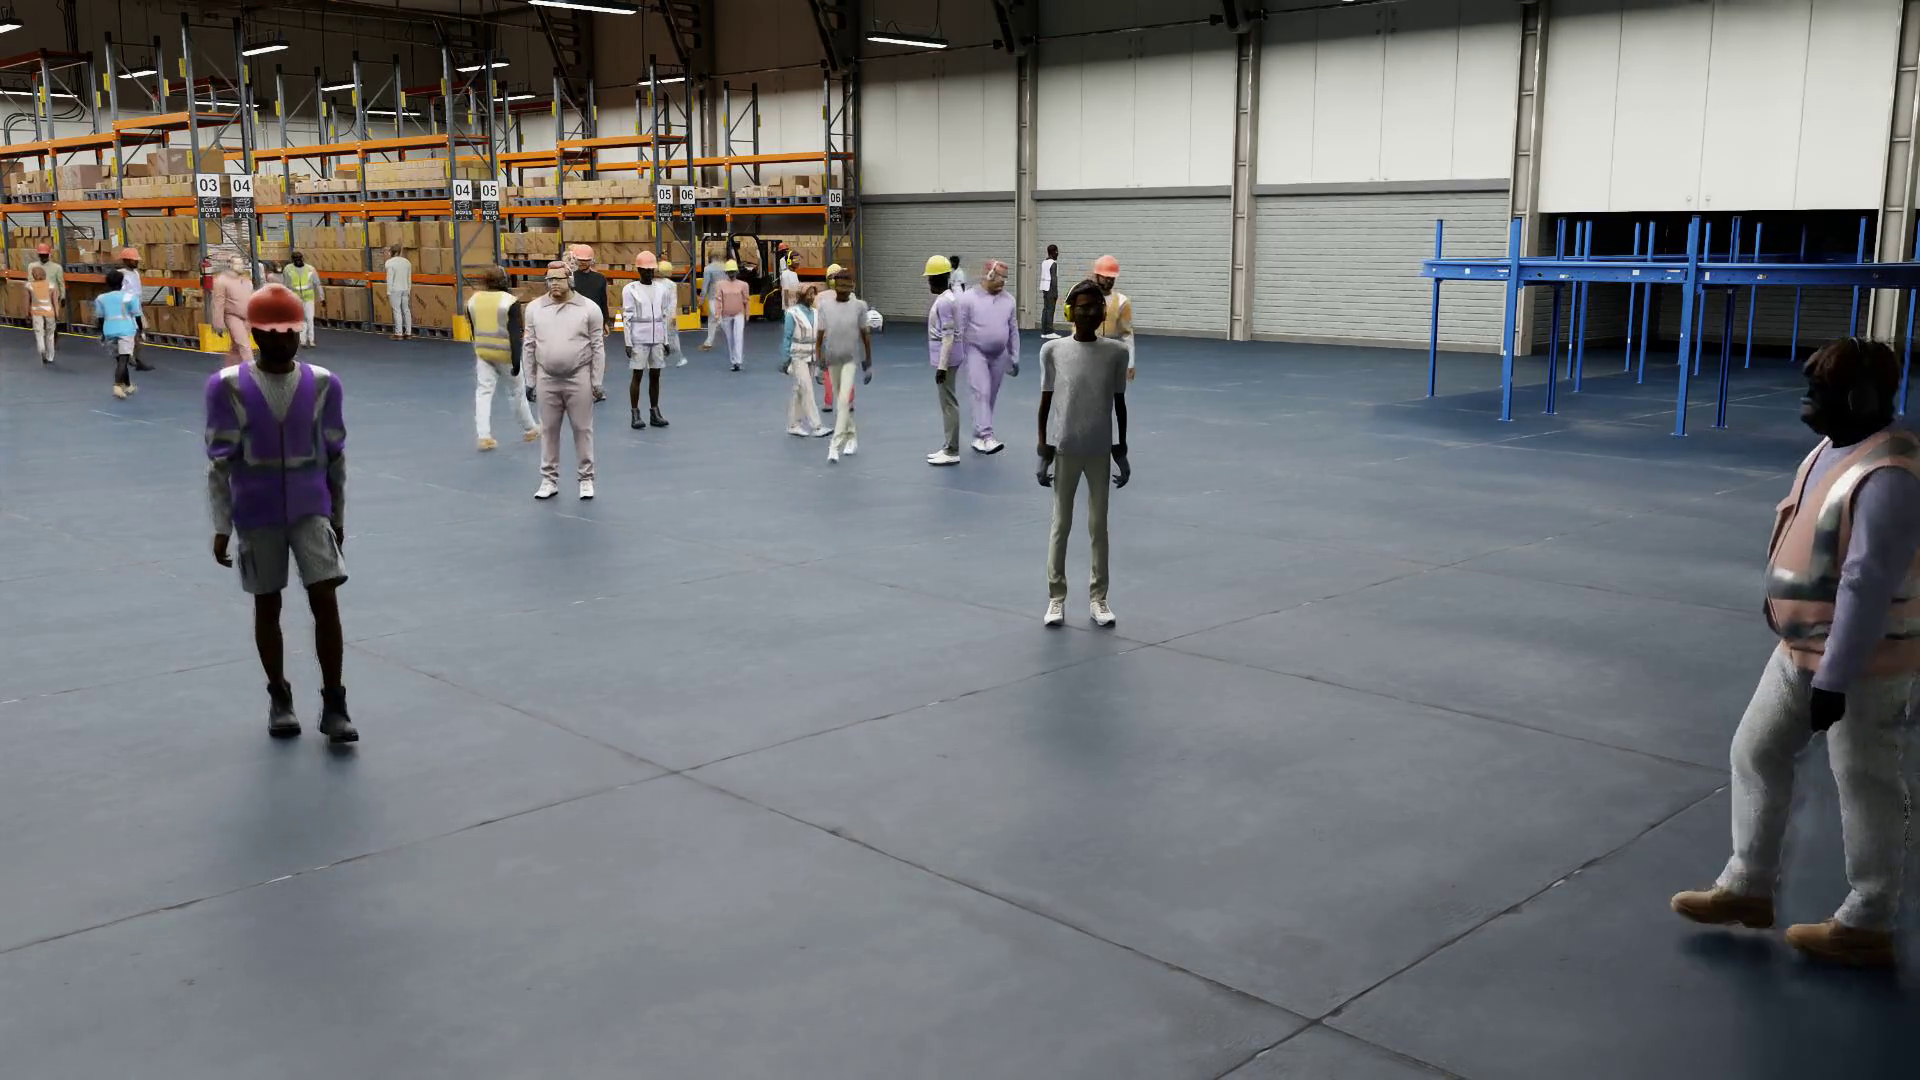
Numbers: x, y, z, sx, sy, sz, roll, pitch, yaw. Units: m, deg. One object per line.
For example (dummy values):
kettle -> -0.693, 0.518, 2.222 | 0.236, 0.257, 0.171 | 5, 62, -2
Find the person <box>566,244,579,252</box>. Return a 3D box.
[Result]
person -> -5.722, -3.453, 25.035 | 0.488, 1.982, 0.632 | 7, 13, 35

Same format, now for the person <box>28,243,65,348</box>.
person -> -17.312, -4.643, 31.561 | 0.619, 1.965, 0.858 | -3, 11, -14

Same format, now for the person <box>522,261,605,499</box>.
person -> -3.190, -1.280, 13.376 | 0.652, 1.906, 0.403 | 0, 10, -1

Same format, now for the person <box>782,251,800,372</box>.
person -> -2.609, -3.578, 26.005 | 0.328, 1.872, 0.514 | 2, 11, 11

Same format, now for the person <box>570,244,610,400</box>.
person -> -4.793, -2.782, 21.330 | 0.622, 1.990, 0.391 | -6, 12, -30

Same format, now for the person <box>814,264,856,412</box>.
person -> -1.502, -2.436, 20.063 | 0.532, 1.767, 0.328 | -3, 11, -16

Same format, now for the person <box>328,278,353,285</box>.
person -> -15.493, -6.385, 41.523 | 0.598, 1.807, 0.827 | -9, 14, -42

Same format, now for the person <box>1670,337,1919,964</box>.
person -> 2.436, 0.328, 4.831 | 0.727, 1.818, 0.662 | 2, 11, 10

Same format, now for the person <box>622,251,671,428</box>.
person -> -3.442, -2.213, 18.375 | 0.550, 1.935, 0.376 | -9, 13, -39

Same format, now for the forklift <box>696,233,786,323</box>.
forklift -> -5.496, -6.489, 41.108 | 2.313, 2.155, 1.214 | -10, 14, -44

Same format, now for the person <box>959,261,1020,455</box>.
person -> 0.311, -1.748, 16.064 | 0.679, 1.855, 0.951 | -5, 12, -26

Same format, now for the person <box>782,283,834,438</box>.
person -> -1.530, -1.854, 17.303 | 0.807, 1.598, 0.545 | 8, 13, 37

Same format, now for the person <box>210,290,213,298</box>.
person -> -15.226, -5.203, 34.594 | 0.647, 1.974, 1.002 | -8, 13, -37

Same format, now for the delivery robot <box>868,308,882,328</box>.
delivery robot -> -1.897, -4.823, 36.241 | 0.477, 0.478, 0.707 | -2, 10, -9

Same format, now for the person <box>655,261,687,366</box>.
person -> -4.734, -3.621, 26.703 | 0.503, 1.691, 0.897 | 4, 11, 22

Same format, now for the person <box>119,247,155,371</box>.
person -> -13.030, -3.634, 26.157 | 0.528, 1.926, 0.568 | 1, 10, 4

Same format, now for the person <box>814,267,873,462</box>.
person -> -1.112, -1.678, 15.818 | 0.510, 1.814, 0.960 | 2, 11, 12

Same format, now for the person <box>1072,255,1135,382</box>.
person -> 1.339, -1.647, 15.323 | 0.578, 1.920, 0.653 | -1, 10, -7

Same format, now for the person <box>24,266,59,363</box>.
person -> -15.160, -3.714, 27.475 | 0.516, 1.611, 0.742 | -6, 12, -29

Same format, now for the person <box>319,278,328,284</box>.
person -> -16.779, -6.861, 43.803 | 0.632, 1.907, 0.614 | 8, 13, 36

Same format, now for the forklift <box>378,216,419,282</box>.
forklift -> -17.868, -9.201, 54.028 | 1.873, 2.768, 1.129 | -10, 14, -44

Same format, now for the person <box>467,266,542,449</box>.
person -> -4.584, -1.838, 16.696 | 0.641, 1.792, 0.943 | 4, 11, 19

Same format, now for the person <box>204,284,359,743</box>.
person -> -2.790, -0.086, 6.868 | 0.572, 1.909, 0.772 | -6, 12, -28

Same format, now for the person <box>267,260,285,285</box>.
person -> -14.600, -5.210, 35.692 | 0.519, 1.584, 0.801 | -6, 12, -28

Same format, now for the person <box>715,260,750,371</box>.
person -> -3.536, -3.472, 25.838 | 0.527, 1.716, 0.911 | 0, 10, 1

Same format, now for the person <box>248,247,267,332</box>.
person -> -14.731, -5.155, 34.599 | 0.622, 1.867, 0.486 | -7, 13, -34

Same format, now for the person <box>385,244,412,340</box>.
person -> -11.389, -5.029, 33.731 | 0.357, 1.937, 0.637 | 5, 12, 27

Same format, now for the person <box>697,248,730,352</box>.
person -> -4.387, -4.383, 30.361 | 1.013, 1.897, 0.631 | 5, 11, 24

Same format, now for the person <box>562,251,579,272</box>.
person -> -5.160, -2.894, 22.182 | 0.407, 1.907, 0.644 | -4, 11, -21

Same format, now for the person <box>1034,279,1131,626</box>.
person -> 0.670, -0.471, 9.047 | 0.531, 1.876, 0.322 | -1, 10, -3

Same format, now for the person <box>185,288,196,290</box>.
person -> -21.282, -7.122, 46.008 | 0.427, 1.612, 0.496 | -8, 13, -38

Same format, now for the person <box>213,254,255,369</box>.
person -> -9.996, -3.032, 23.076 | 0.980, 1.860, 0.659 | 3, 11, 17

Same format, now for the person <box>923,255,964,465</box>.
person -> -0.158, -1.665, 15.426 | 0.384, 1.924, 0.589 | 0, 10, 2

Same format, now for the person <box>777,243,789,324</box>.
person -> -4.205, -6.184, 40.056 | 0.368, 1.929, 0.542 | 4, 11, 22

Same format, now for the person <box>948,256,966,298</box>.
person -> -0.124, -5.419, 36.614 | 0.760, 1.662, 0.546 | -3, 11, -14

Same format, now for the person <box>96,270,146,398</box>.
person -> -10.997, -2.694, 21.770 | 0.542, 1.655, 0.878 | 0, 10, 1

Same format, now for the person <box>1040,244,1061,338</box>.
person -> 1.856, -5.141, 34.396 | 0.372, 1.916, 0.596 | -4, 11, -19

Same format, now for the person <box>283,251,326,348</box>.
person -> -12.363, -4.526, 31.358 | 0.752, 1.789, 0.902 | -4, 11, -19
